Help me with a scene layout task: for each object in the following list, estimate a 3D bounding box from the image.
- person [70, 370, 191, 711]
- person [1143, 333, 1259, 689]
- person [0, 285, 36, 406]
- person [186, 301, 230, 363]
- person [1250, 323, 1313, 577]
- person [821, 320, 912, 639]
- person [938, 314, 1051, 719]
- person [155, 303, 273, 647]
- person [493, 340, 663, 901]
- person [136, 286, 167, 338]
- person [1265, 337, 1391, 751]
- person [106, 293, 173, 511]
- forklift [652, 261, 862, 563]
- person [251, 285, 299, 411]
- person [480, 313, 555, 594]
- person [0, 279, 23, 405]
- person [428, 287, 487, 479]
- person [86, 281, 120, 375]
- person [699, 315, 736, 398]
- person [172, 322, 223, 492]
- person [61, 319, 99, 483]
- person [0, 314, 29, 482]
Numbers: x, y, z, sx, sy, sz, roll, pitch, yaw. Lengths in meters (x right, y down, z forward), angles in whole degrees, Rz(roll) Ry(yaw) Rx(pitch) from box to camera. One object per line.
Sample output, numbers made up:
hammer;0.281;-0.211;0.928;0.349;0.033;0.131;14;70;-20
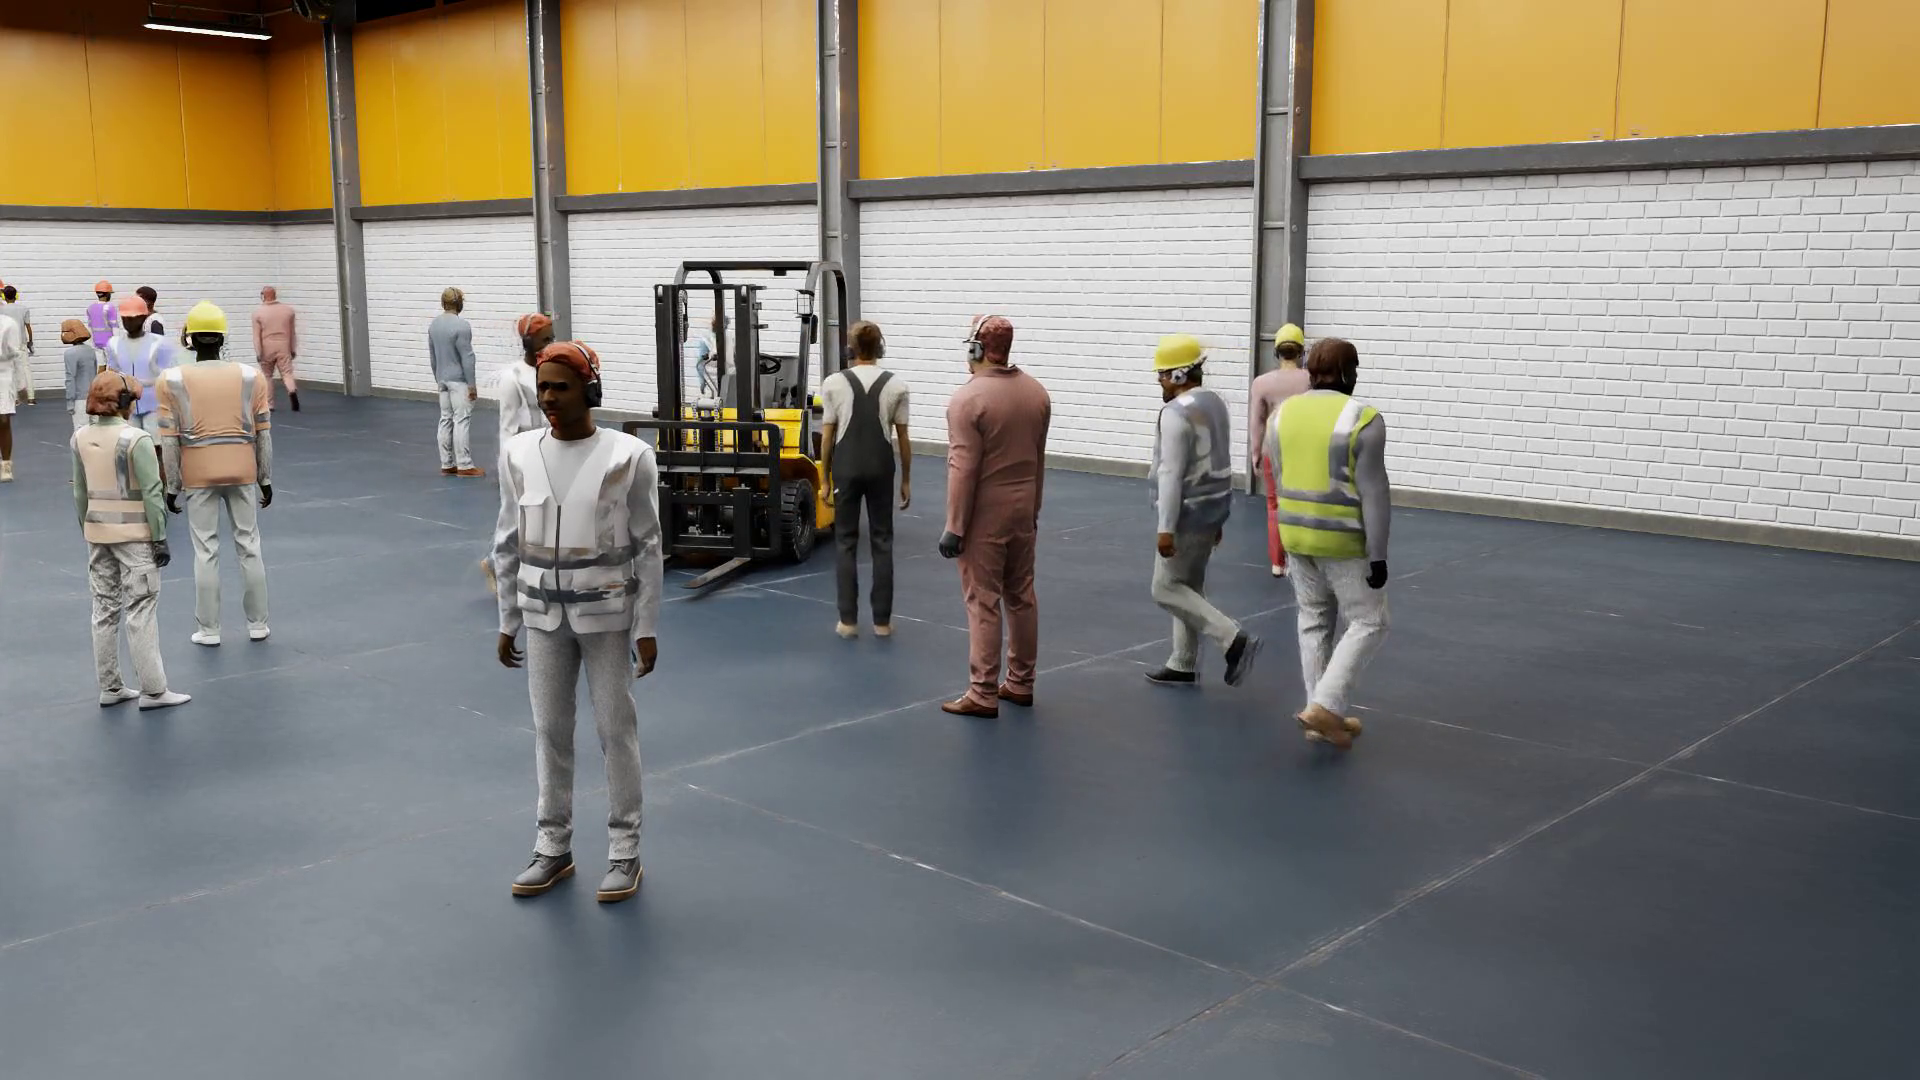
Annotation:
person;-4.019;0.008;7.995;0.513;1.640;0.309;3;10;20
person;1.198;-0.118;8.246;0.611;1.804;0.618;6;11;31
person;-14.686;-3.015;25.855;0.518;1.862;0.327;-7;12;-37
person;-9.080;-2.018;20.143;0.522;1.729;0.507;-2;9;-12
person;2.226;-0.588;11.291;0.540;1.751;0.531;3;10;19
person;-0.532;-0.343;9.576;0.521;1.824;0.400;-1;9;-6
person;0.139;-0.113;7.911;0.406;1.911;0.636;8;12;42
person;-4.176;-0.359;9.362;0.587;1.928;0.363;-6;11;-34
person;-1.289;0.276;5.599;0.584;1.882;0.348;2;9;11
person;-9.293;-1.957;19.177;0.392;1.922;0.587;-7;12;-38
person;1.640;0.020;7.340;0.464;1.830;0.643;-8;12;-39
person;-6.868;-1.113;14.023;0.551;1.924;0.534;-1;9;-4
forklift;-1.552;-1.040;12.721;1.214;2.155;2.313;2;9;11
person;-10.113;-2.820;24.594;0.650;1.879;0.772;-7;12;-38
person;-2.667;-0.474;10.288;0.774;1.861;0.585;3;10;20
person;-14.976;-3.091;25.903;0.611;1.996;0.379;6;11;31
person;-5.112;-1.590;16.871;0.636;1.939;0.364;7;12;38
person;-13.150;-3.022;25.661;0.552;1.934;0.363;3;10;18
person;-2.814;-1.874;19.665;0.529;1.595;0.847;-7;12;-38
person;-7.263;-1.274;15.860;0.500;1.635;0.287;0;9;-2
person;-8.732;-1.382;16.556;0.278;1.626;0.501;0;9;1
person;-9.620;-1.568;16.487;0.650;2.019;0.489;-6;11;-35
